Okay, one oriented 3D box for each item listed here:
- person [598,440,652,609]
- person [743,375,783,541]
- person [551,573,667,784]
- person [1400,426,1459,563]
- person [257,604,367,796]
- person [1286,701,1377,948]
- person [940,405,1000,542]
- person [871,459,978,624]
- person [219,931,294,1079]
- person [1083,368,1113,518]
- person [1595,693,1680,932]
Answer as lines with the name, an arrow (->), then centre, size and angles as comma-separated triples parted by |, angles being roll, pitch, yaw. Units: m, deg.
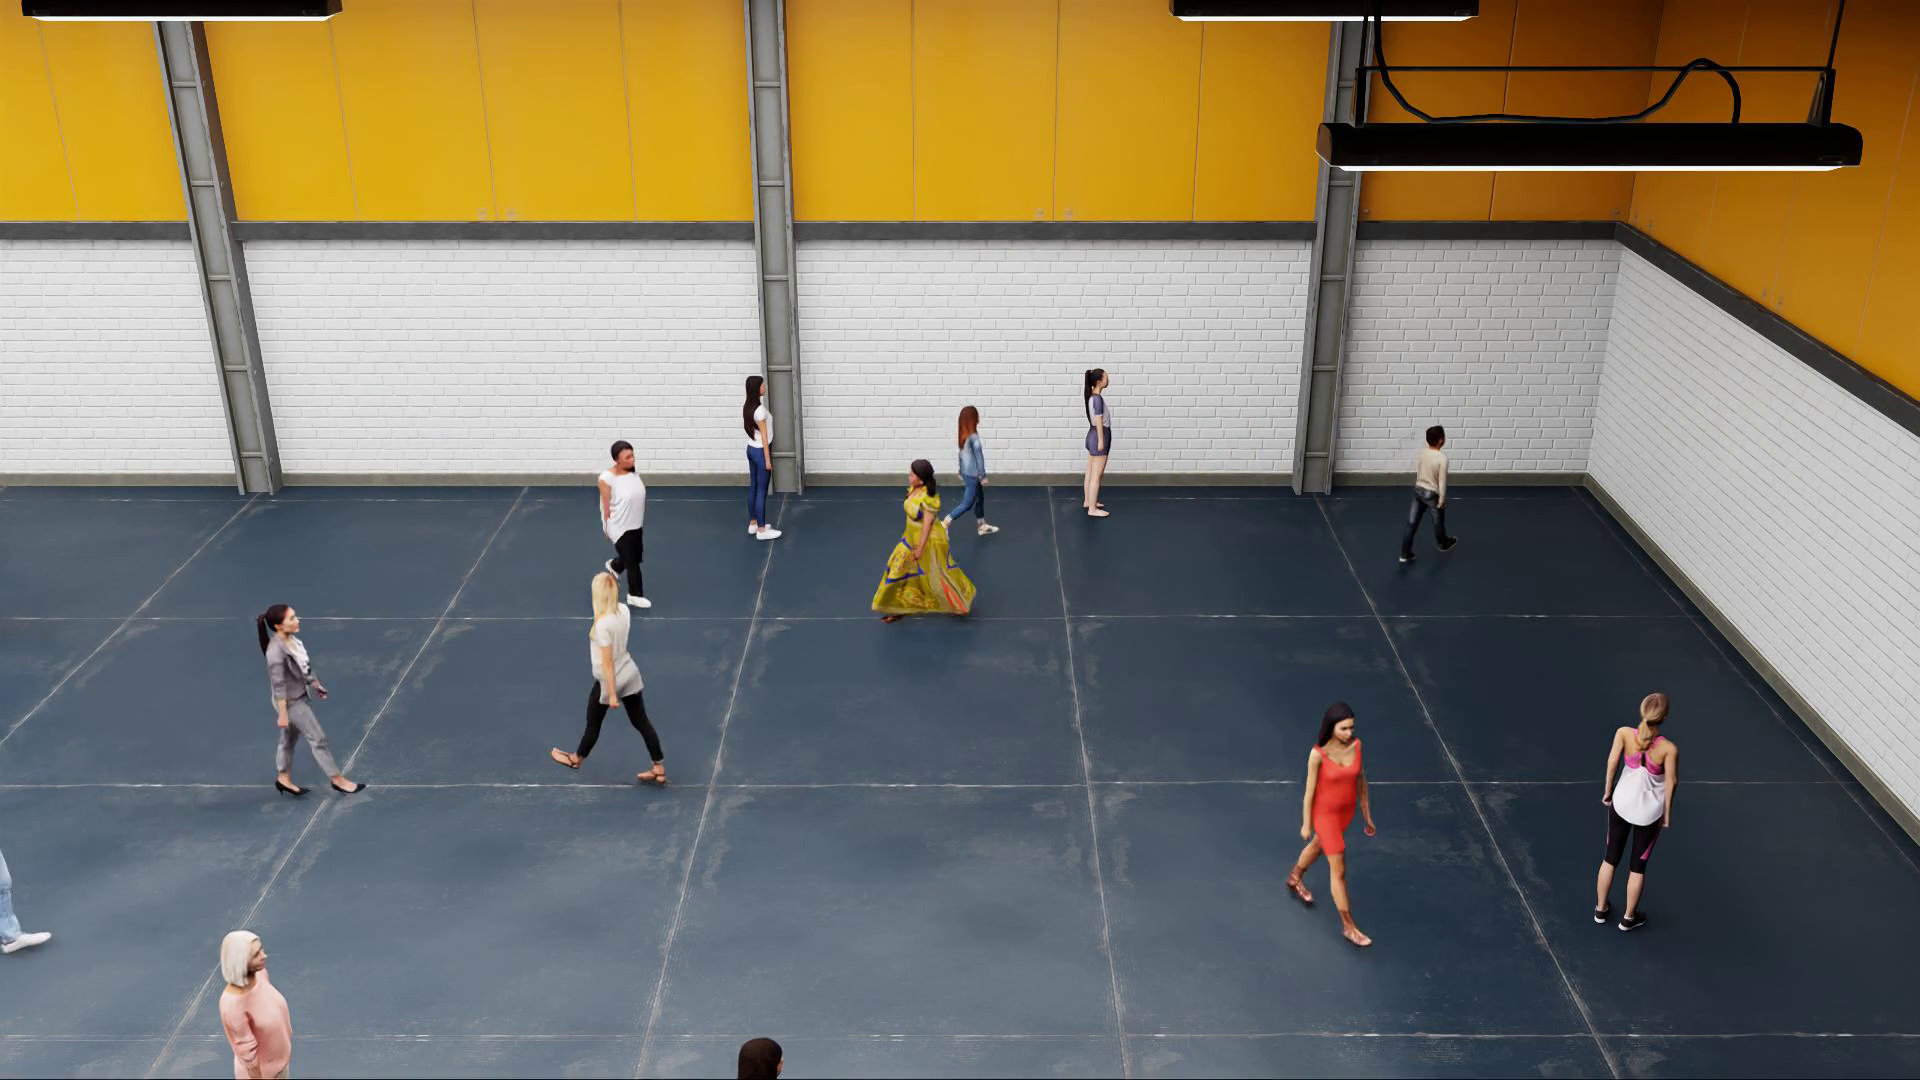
person -> -3.256, -0.170, 15.997 | 1.002, 1.669, 0.888 | 13, 27, 27
person -> -2.121, -0.879, 17.489 | 0.662, 1.774, 0.667 | -11, 26, -24
person -> -2.568, 1.124, 12.902 | 1.246, 1.777, 0.897 | 8, 25, 17
person -> 4.701, -0.434, 16.894 | 1.038, 1.435, 0.925 | -18, 29, -35
person -> -5.202, 1.261, 12.744 | 0.976, 1.653, 0.735 | -5, 24, -11
person -> 2.493, 1.853, 11.370 | 1.139, 1.667, 1.043 | -13, 27, -27
person -> 0.058, -0.672, 17.413 | 1.026, 1.455, 0.756 | -8, 25, -17
person -> -0.253, 0.026, 15.611 | 1.428, 1.618, 1.169 | -13, 27, -27
person -> -3.789, 2.844, 9.032 | 0.560, 1.726, 0.625 | -3, 24, -7
person -> 1.481, -1.077, 18.096 | 0.564, 1.650, 0.625 | -3, 24, -8
person -> 4.575, 1.834, 11.264 | 0.662, 1.788, 0.745 | 18, 29, 35
